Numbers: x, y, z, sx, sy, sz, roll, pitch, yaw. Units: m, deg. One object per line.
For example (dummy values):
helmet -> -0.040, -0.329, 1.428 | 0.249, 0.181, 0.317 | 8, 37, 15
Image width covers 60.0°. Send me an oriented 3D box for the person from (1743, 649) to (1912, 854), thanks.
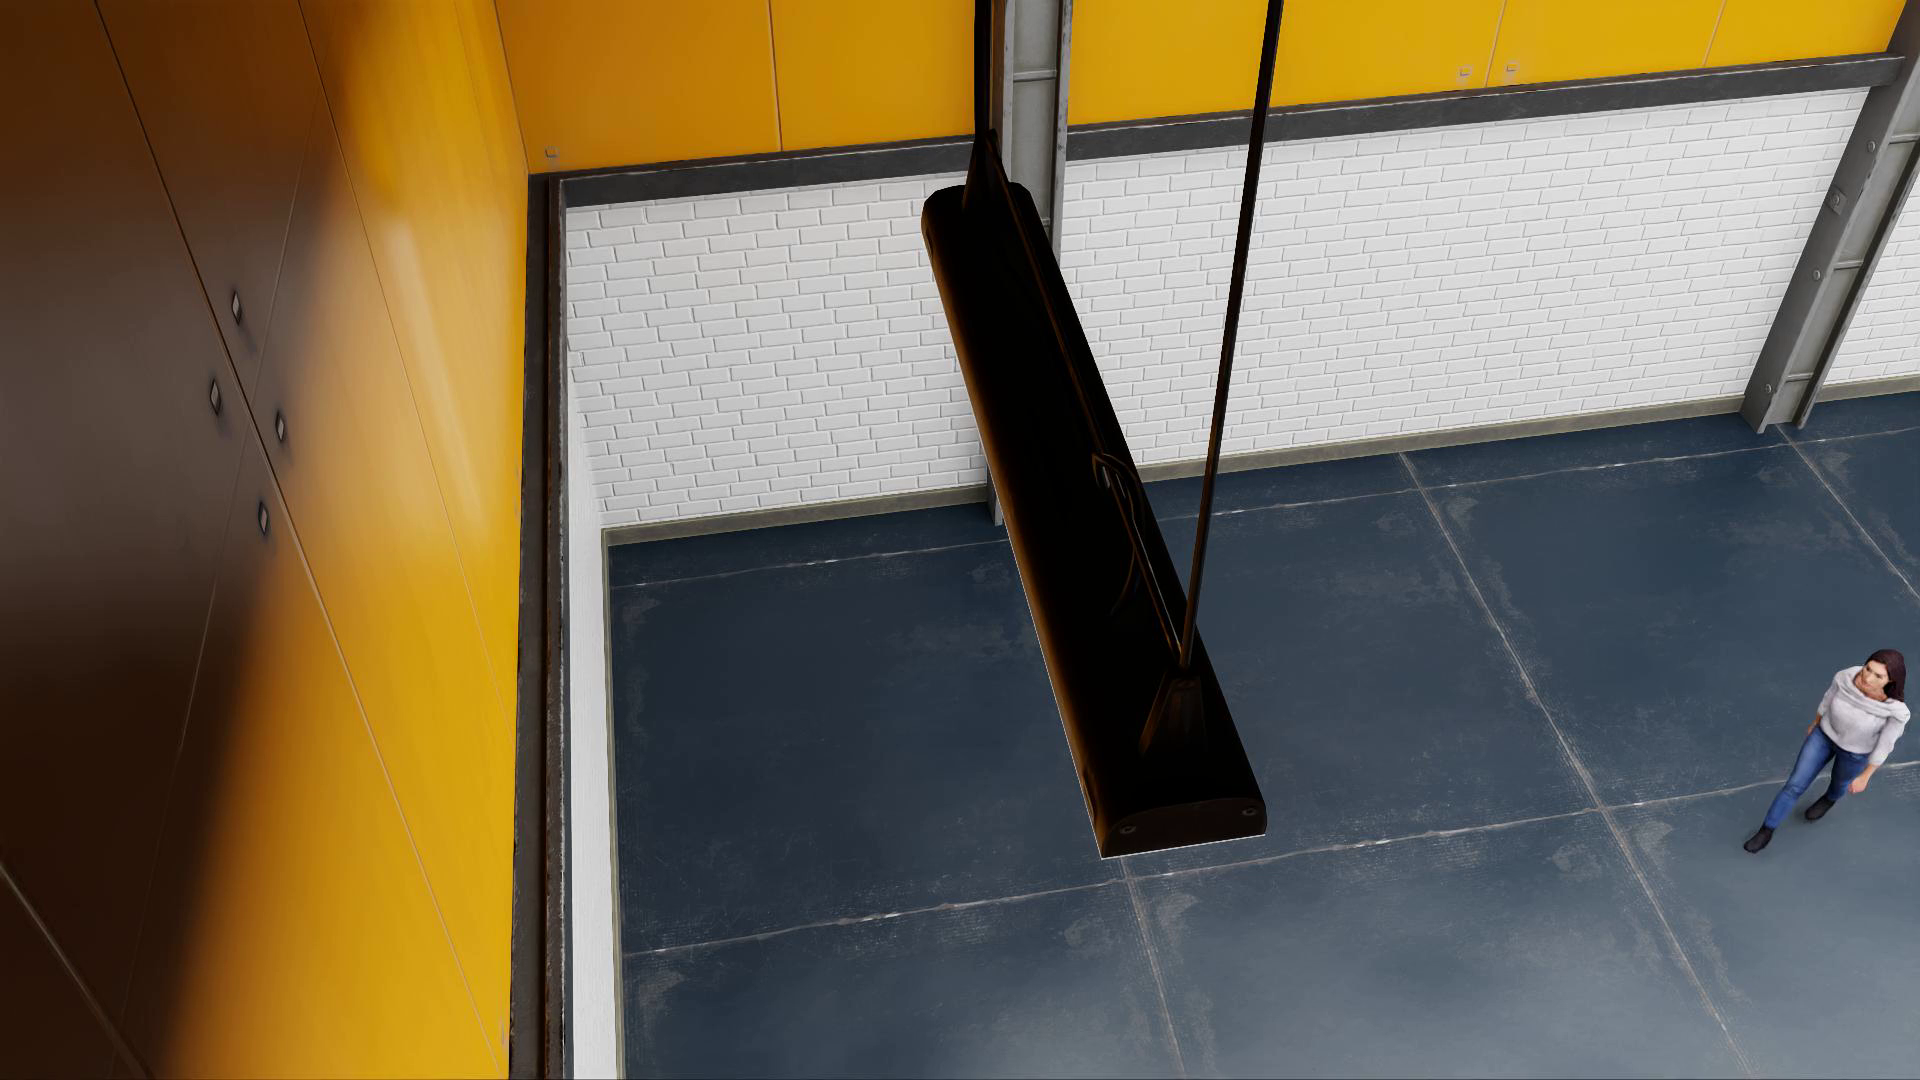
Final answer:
person -> 5.135, 1.175, 9.600 | 1.133, 1.579, 0.914 | -27, 50, -25
